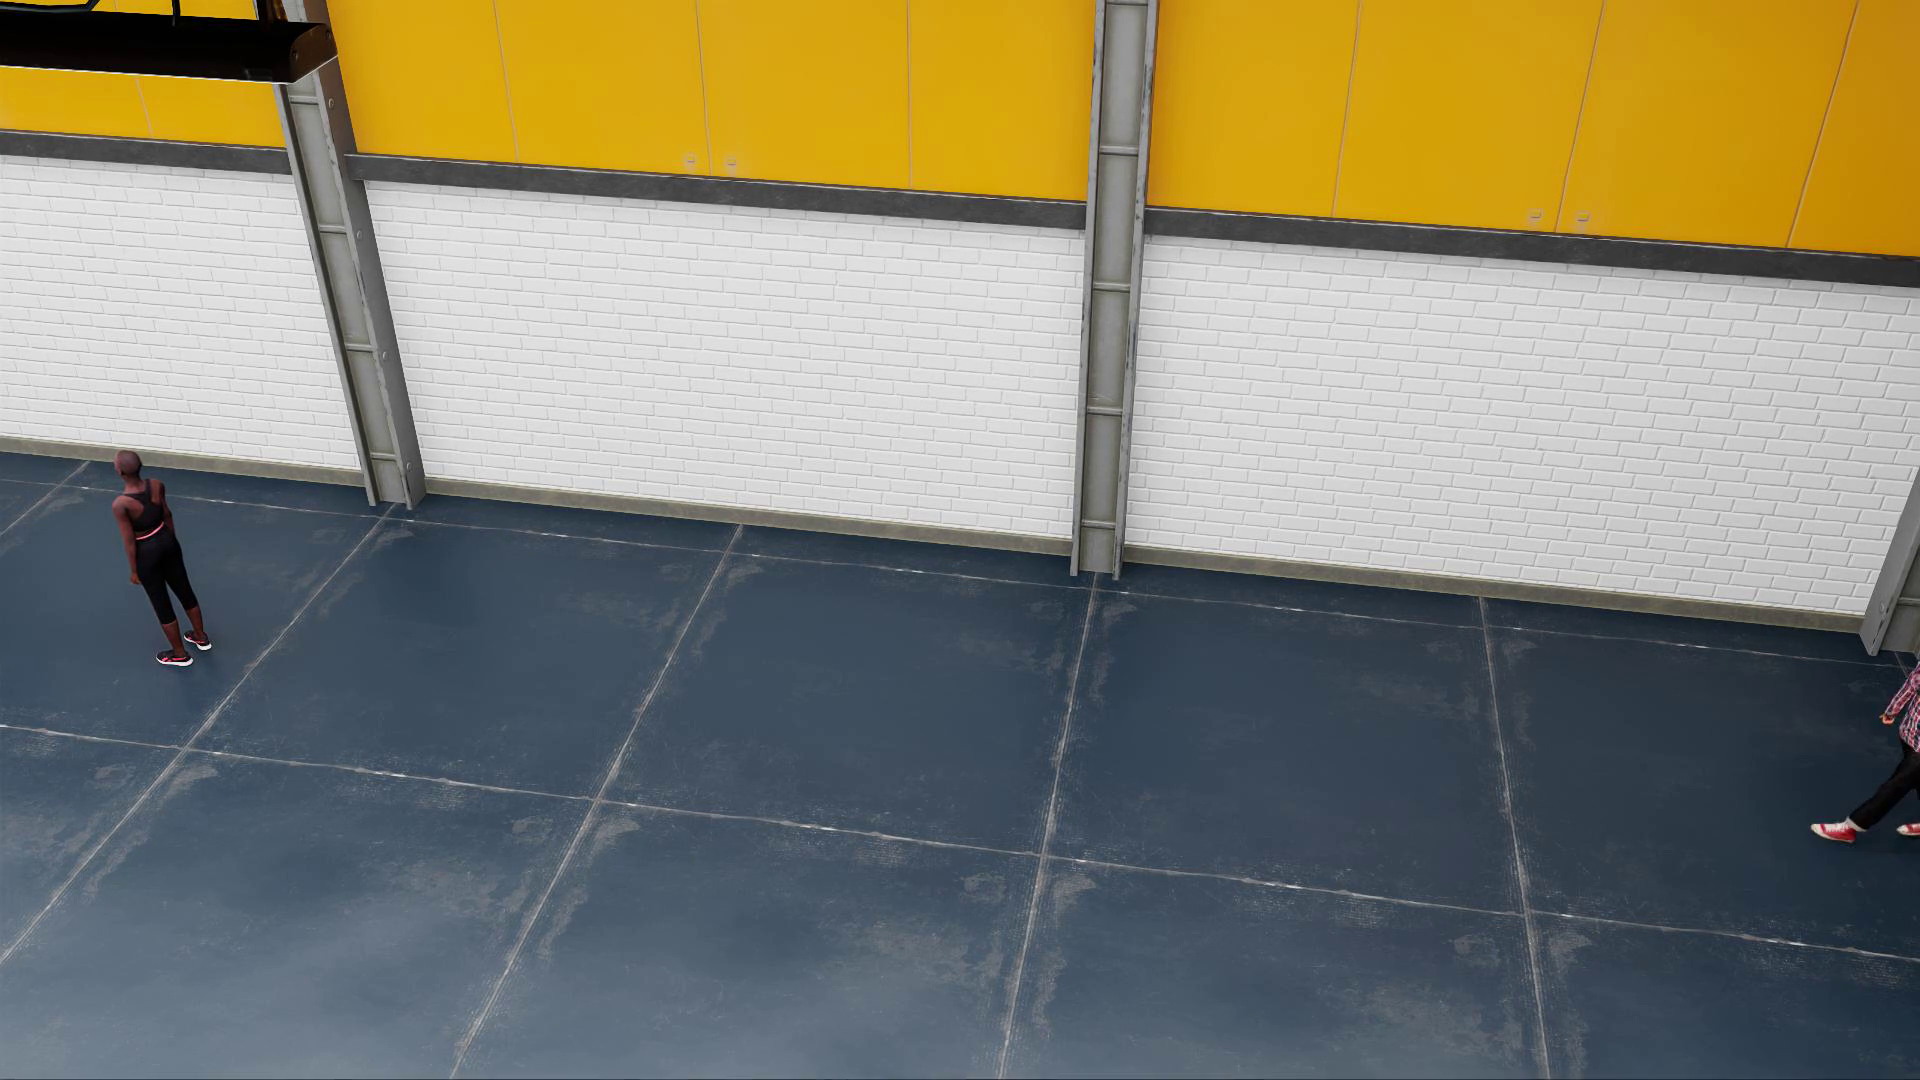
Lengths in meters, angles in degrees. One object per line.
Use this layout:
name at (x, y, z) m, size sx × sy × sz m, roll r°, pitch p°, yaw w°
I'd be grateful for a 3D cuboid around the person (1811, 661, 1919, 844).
person at (6.068, 1.228, 10.295) m, size 1.144 × 1.725 × 0.765 m, roll 3°, pitch 34°, yaw 5°

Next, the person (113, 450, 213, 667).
person at (-5.760, 0.115, 11.939) m, size 0.604 × 1.758 × 0.629 m, roll 14°, pitch 36°, yaw 20°
